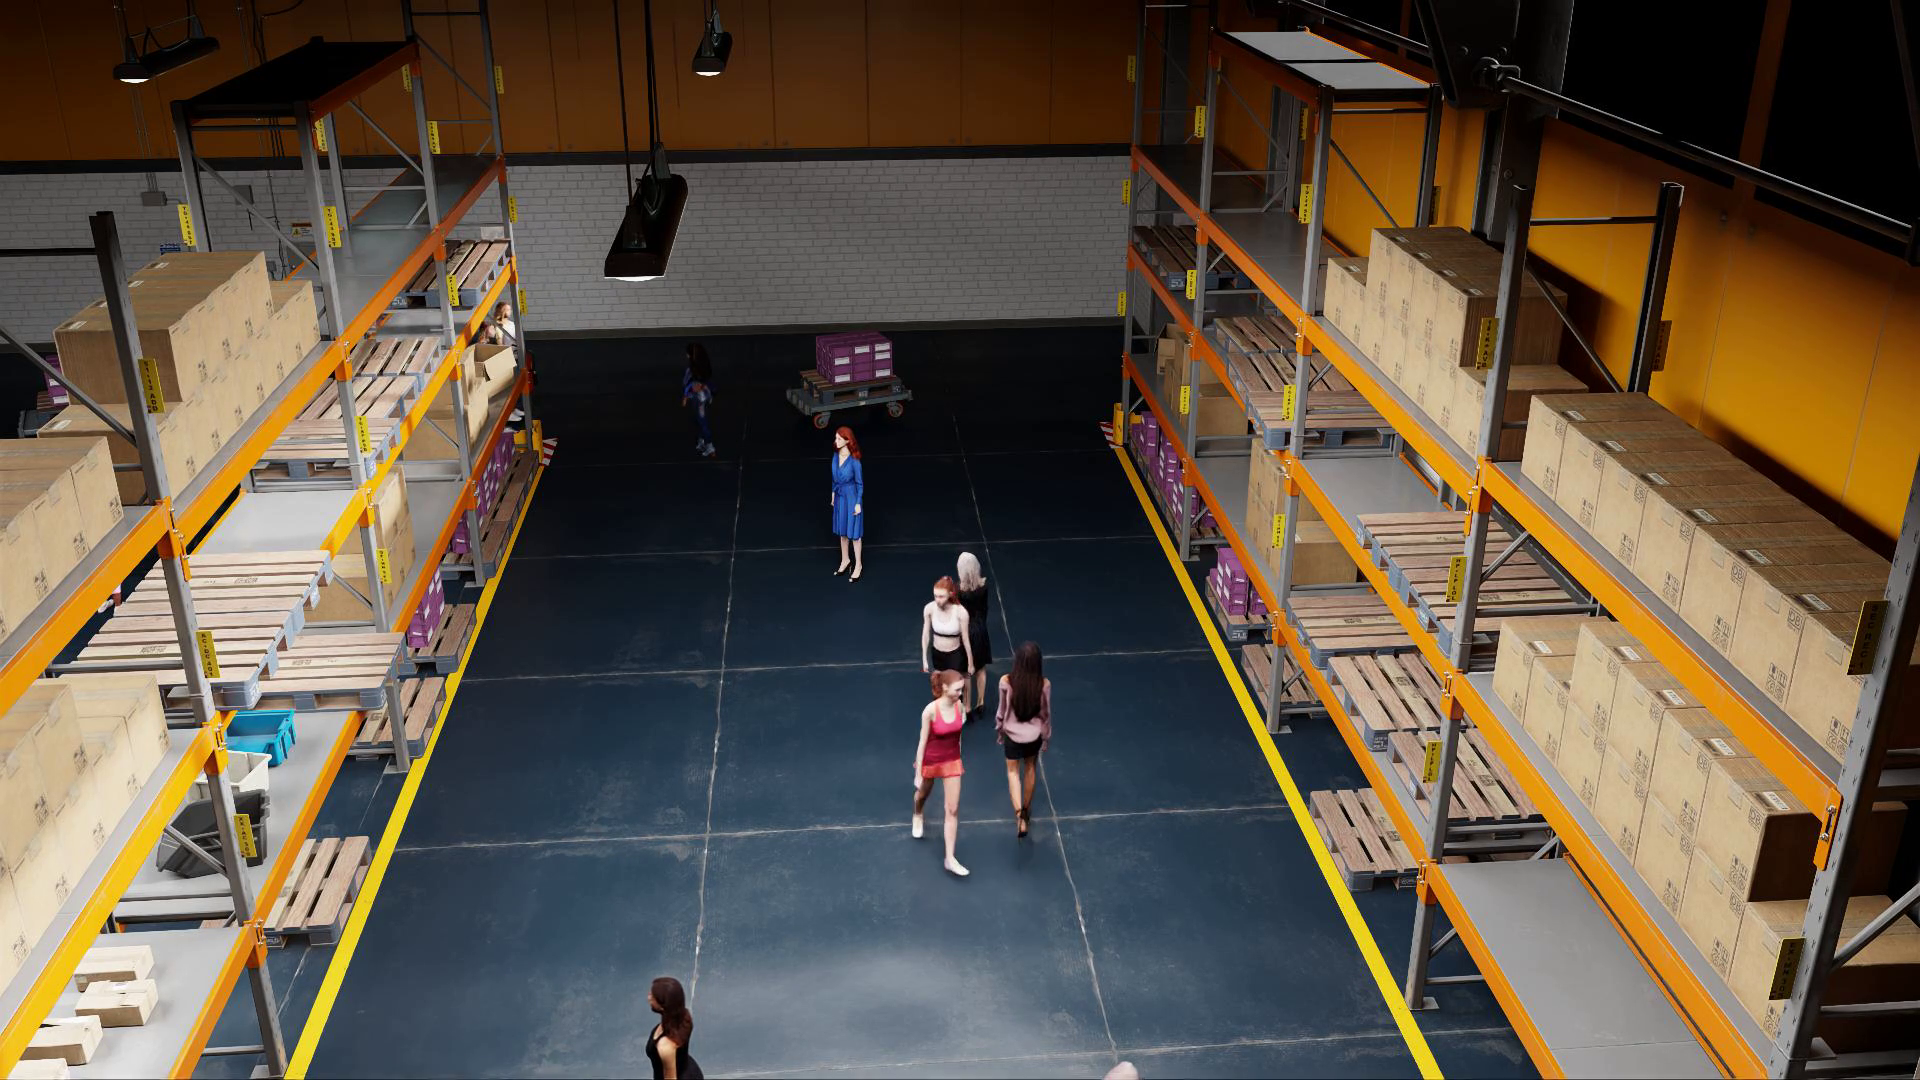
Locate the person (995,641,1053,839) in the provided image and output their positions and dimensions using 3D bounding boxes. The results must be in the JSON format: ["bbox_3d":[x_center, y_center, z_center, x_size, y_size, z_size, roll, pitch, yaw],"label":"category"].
[{"bbox_3d":[0.526,1.707,13.865,0.669,1.795,0.932,0,24,1],"label":"person"}]

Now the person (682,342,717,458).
[{"bbox_3d":[-3.420,-1.861,22.260,0.783,1.609,0.710,11,26,24],"label":"person"}]

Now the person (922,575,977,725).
[{"bbox_3d":[-0.075,1.086,15.395,1.012,1.708,1.280,8,25,18],"label":"person"}]

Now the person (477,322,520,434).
[{"bbox_3d":[-6.571,-2.173,22.880,0.701,1.683,0.695,1,24,1],"label":"person"}]

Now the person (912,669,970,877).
[{"bbox_3d":[-0.199,1.831,13.706,0.892,1.695,1.258,-8,25,-18],"label":"person"}]

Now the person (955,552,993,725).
[{"bbox_3d":[0.086,0.917,15.731,0.701,1.747,0.730,-17,29,-34],"label":"person"}]

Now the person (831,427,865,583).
[{"bbox_3d":[-1.256,-0.408,18.662,0.779,1.827,0.699,-21,31,-39],"label":"person"}]

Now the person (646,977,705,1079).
[{"bbox_3d":[-1.726,3.377,10.178,0.678,1.688,0.543,2,24,3],"label":"person"}]

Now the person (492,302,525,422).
[{"bbox_3d":[-6.447,-2.556,23.702,0.725,1.726,0.547,2,24,6],"label":"person"}]
